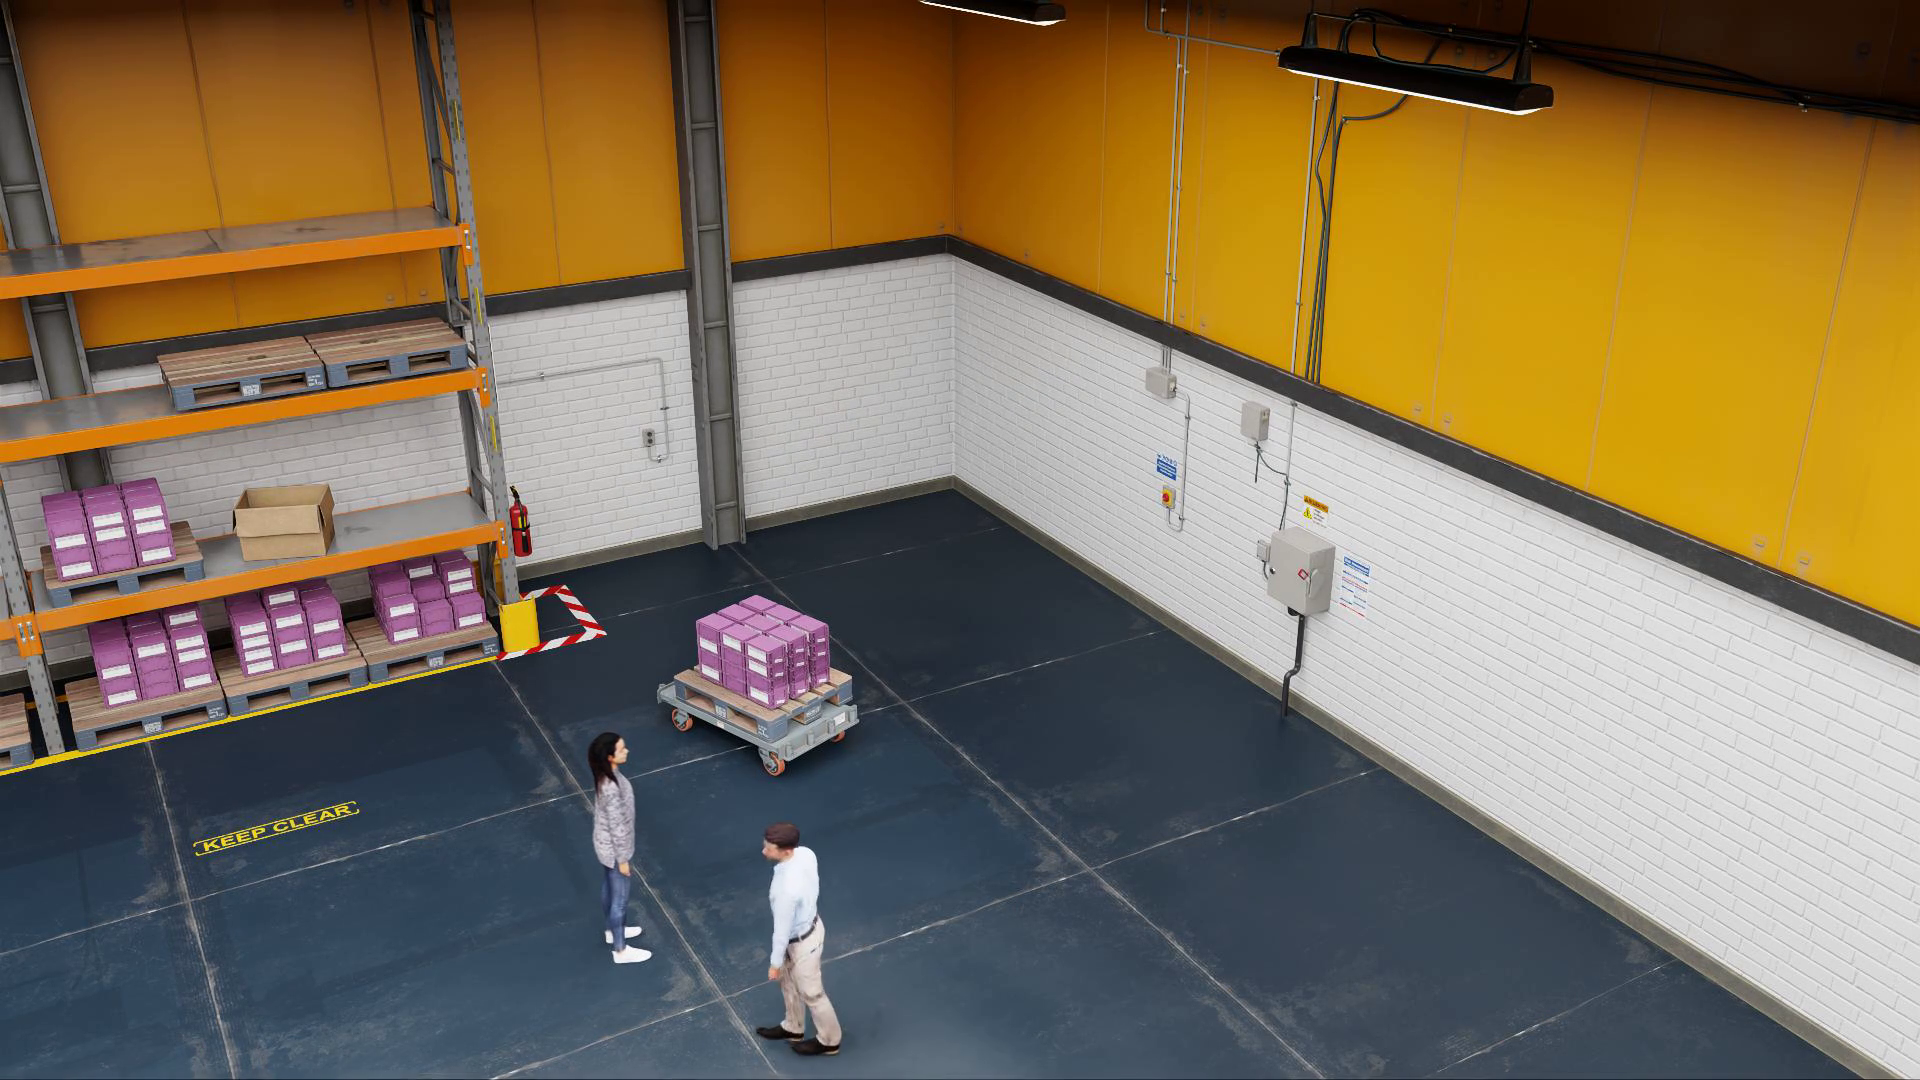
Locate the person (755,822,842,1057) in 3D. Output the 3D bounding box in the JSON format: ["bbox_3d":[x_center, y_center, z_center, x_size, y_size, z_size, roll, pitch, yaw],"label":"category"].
[{"bbox_3d":[-0.958,2.505,10.405,0.963,1.806,0.889,5,24,12],"label":"person"}]

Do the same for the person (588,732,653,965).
[{"bbox_3d":[-2.379,2.089,11.450,0.576,1.731,0.640,-8,25,-18],"label":"person"}]
